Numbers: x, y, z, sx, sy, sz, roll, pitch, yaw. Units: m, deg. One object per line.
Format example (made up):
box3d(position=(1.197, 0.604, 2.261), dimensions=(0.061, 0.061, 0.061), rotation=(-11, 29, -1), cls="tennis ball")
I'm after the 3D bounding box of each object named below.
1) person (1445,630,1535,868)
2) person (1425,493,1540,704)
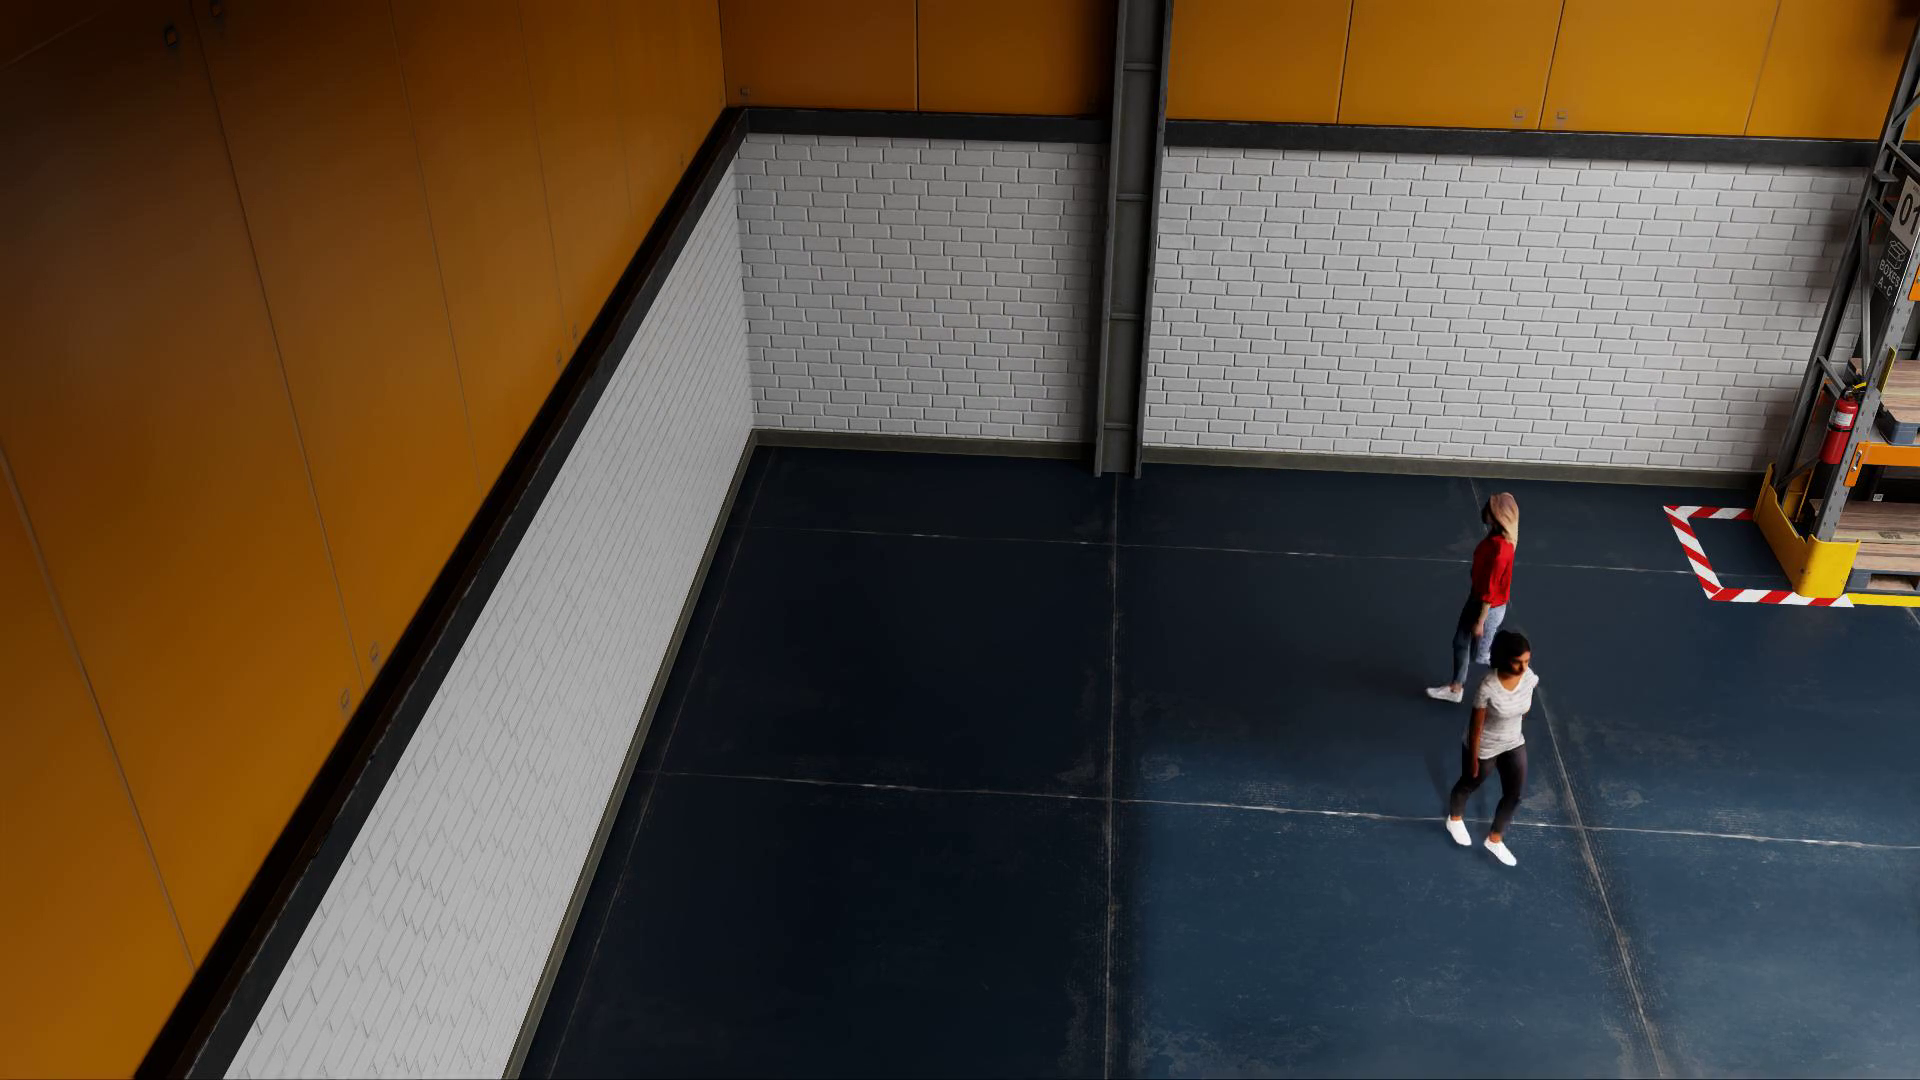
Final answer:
box3d(position=(3.178, 1.192, 10.103), dimensions=(0.792, 1.629, 0.801), rotation=(-10, 35, -15), cls="person")
box3d(position=(3.602, 0.466, 11.150), dimensions=(0.948, 1.679, 0.652), rotation=(6, 34, 9), cls="person")
